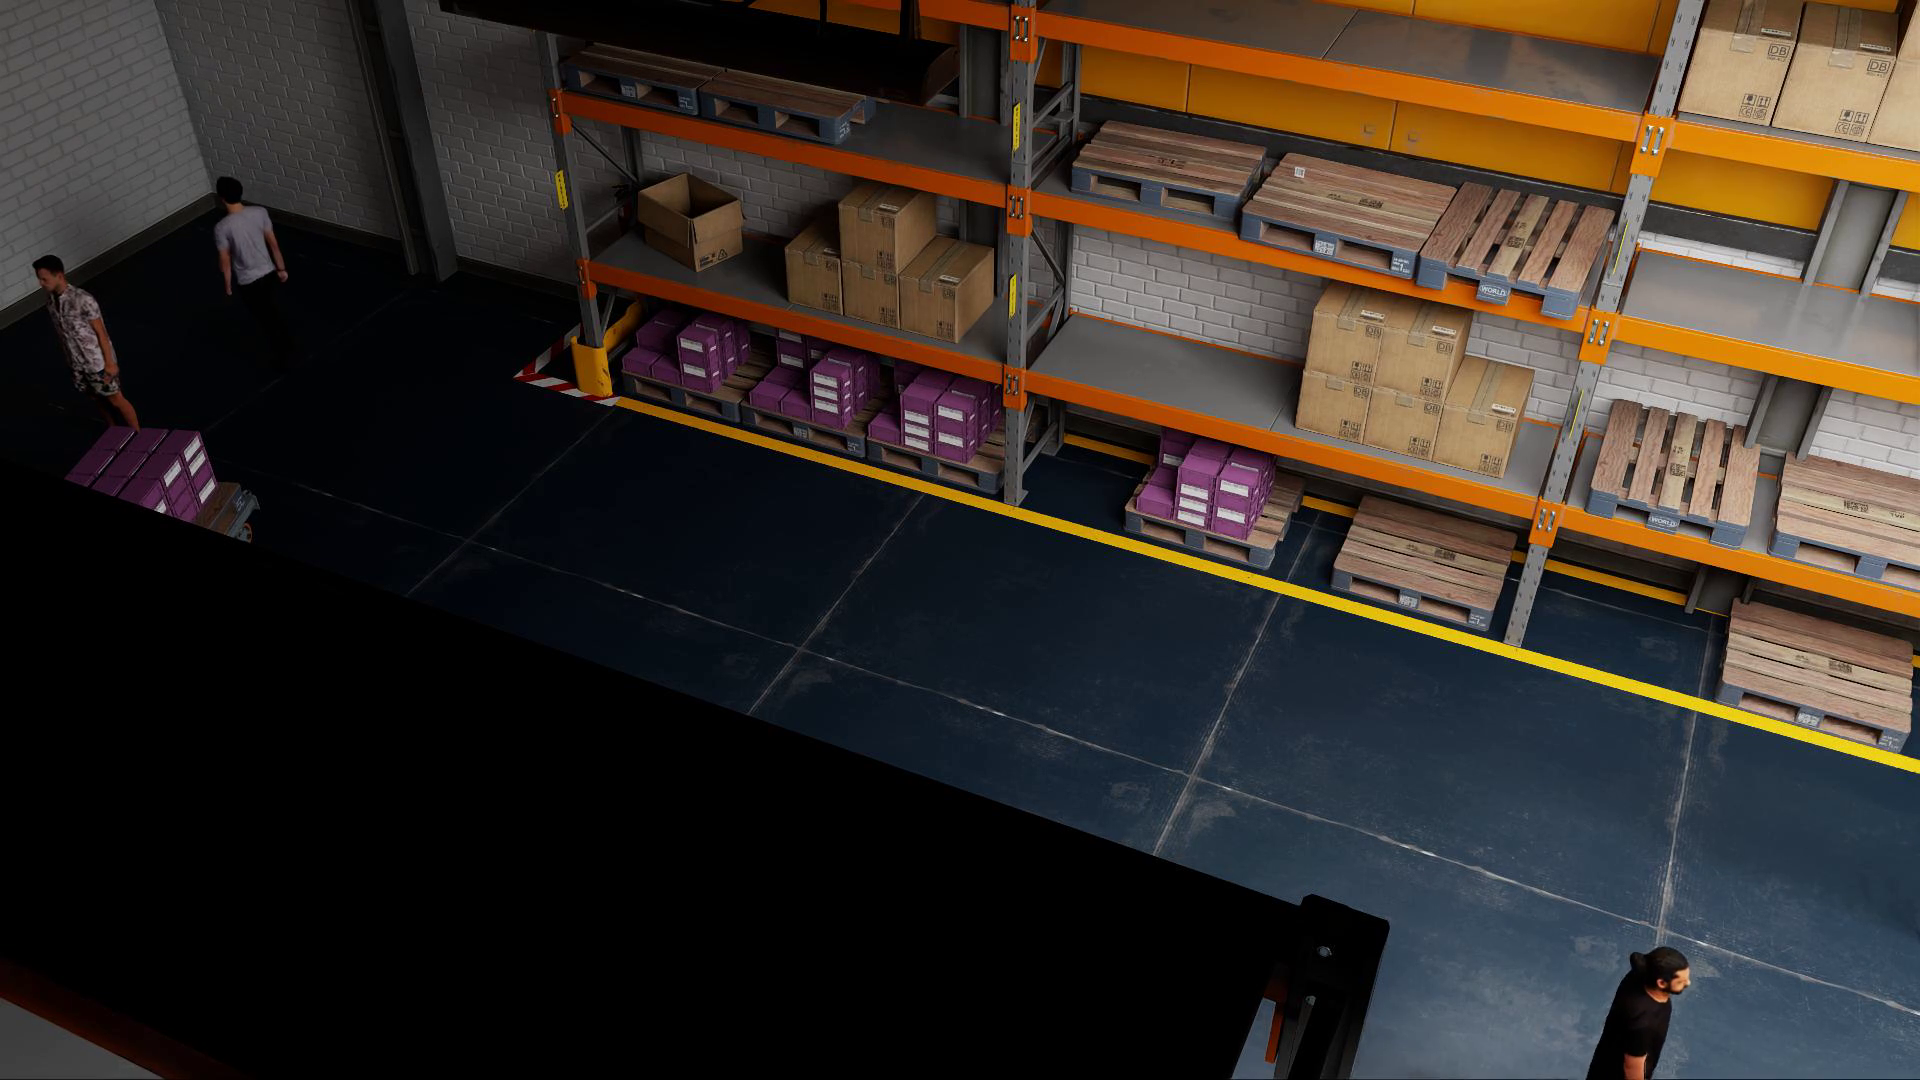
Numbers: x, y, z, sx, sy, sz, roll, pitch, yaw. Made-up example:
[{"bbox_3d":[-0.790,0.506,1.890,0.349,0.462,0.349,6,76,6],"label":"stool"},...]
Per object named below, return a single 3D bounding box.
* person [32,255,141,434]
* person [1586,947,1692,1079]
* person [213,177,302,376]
[{"bbox_3d":[-7.101,-1.529,13.588,0.517,1.811,0.735,14,41,17],"label":"person"},{"bbox_3d":[3.268,2.647,8.420,1.104,1.734,0.690,20,43,23],"label":"person"},{"bbox_3d":[-6.063,-2.251,14.458,0.658,1.853,0.688,21,43,24],"label":"person"}]
